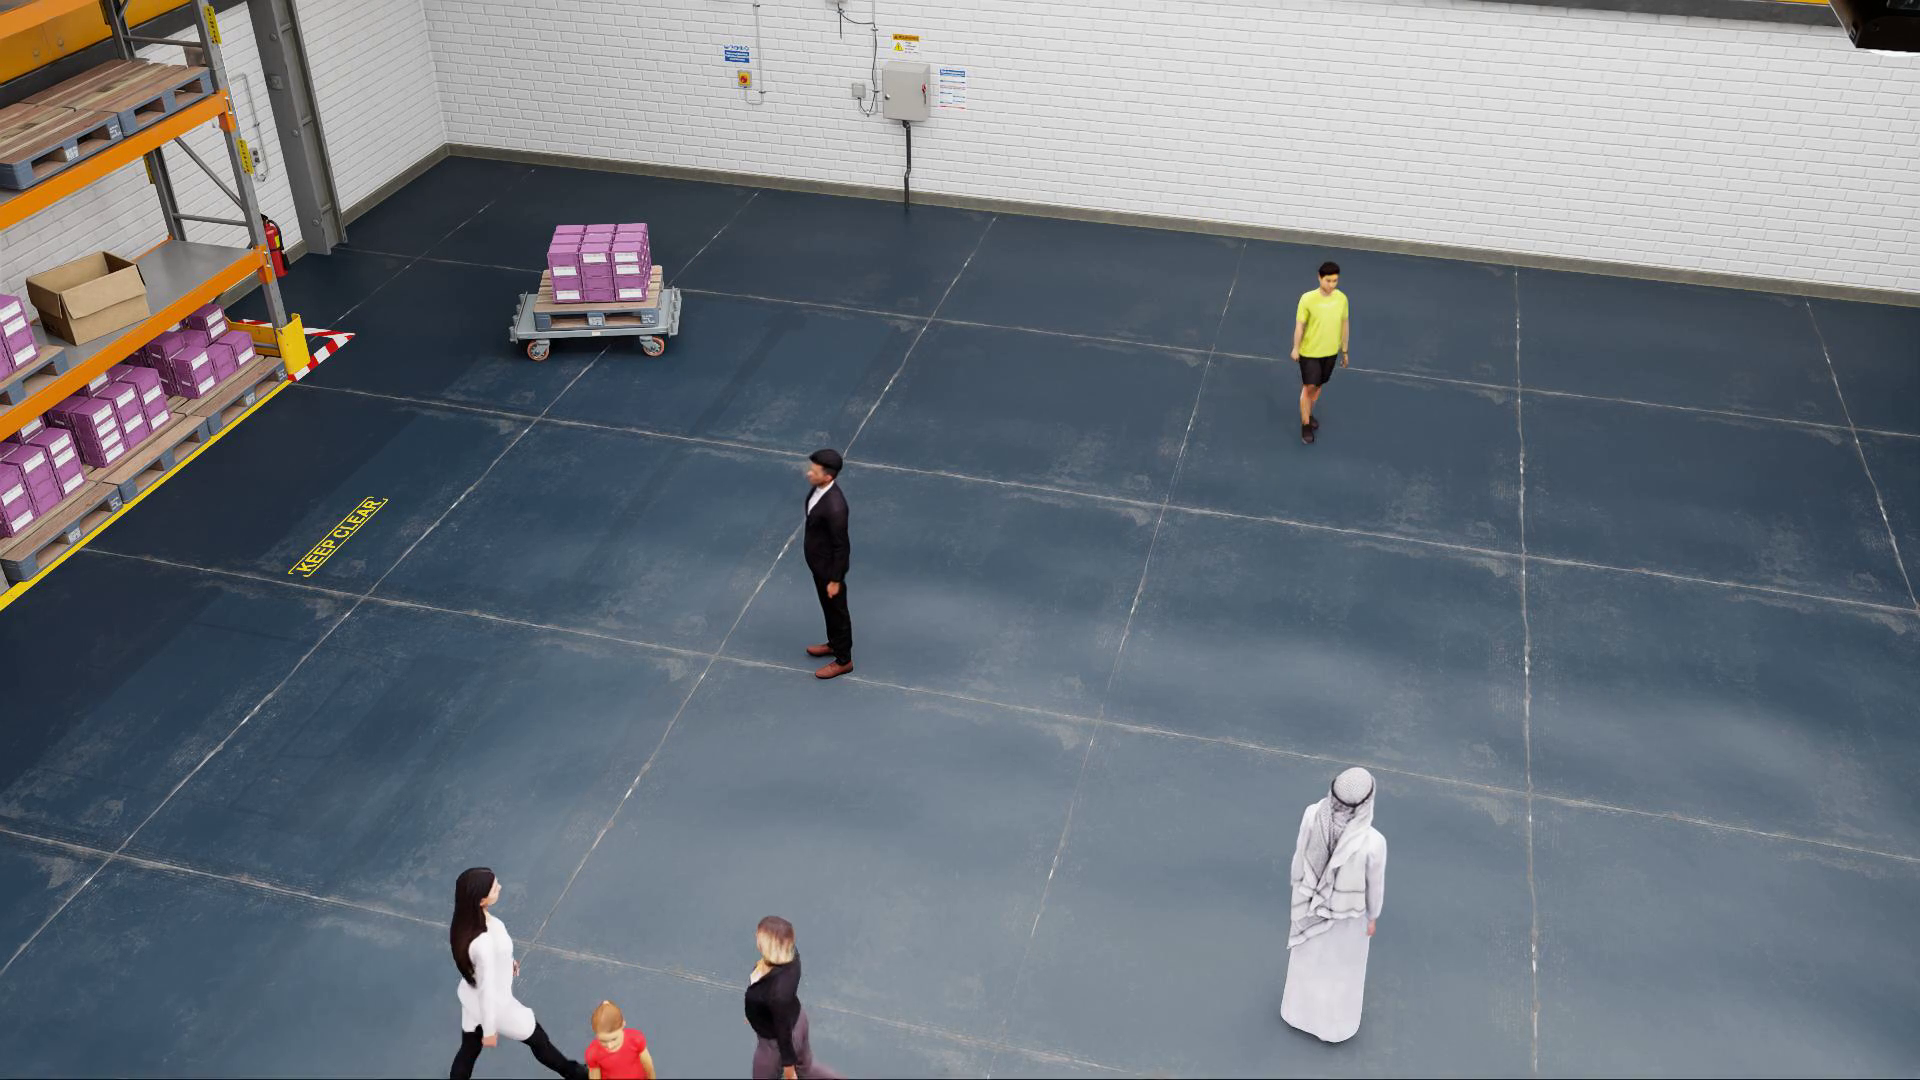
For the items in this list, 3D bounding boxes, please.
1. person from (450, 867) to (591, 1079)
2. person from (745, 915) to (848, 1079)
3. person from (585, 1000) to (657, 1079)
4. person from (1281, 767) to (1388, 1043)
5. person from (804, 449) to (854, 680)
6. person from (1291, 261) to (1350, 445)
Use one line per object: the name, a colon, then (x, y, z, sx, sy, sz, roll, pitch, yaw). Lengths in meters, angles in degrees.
person: (-2.549, 2.452, 8.692, 1.198, 1.749, 1.126, -18, 38, -25)
person: (-0.820, 2.583, 8.593, 0.761, 1.640, 0.969, 1, 34, 2)
person: (-1.746, 2.784, 8.603, 0.646, 1.293, 0.737, -10, 35, -14)
person: (2.067, 2.010, 9.196, 0.776, 1.927, 0.764, 22, 40, 30)
person: (-0.933, 0.148, 12.037, 0.833, 1.883, 0.705, -10, 35, -15)
person: (3.231, -1.782, 15.113, 0.833, 1.691, 0.931, -9, 35, -13)
